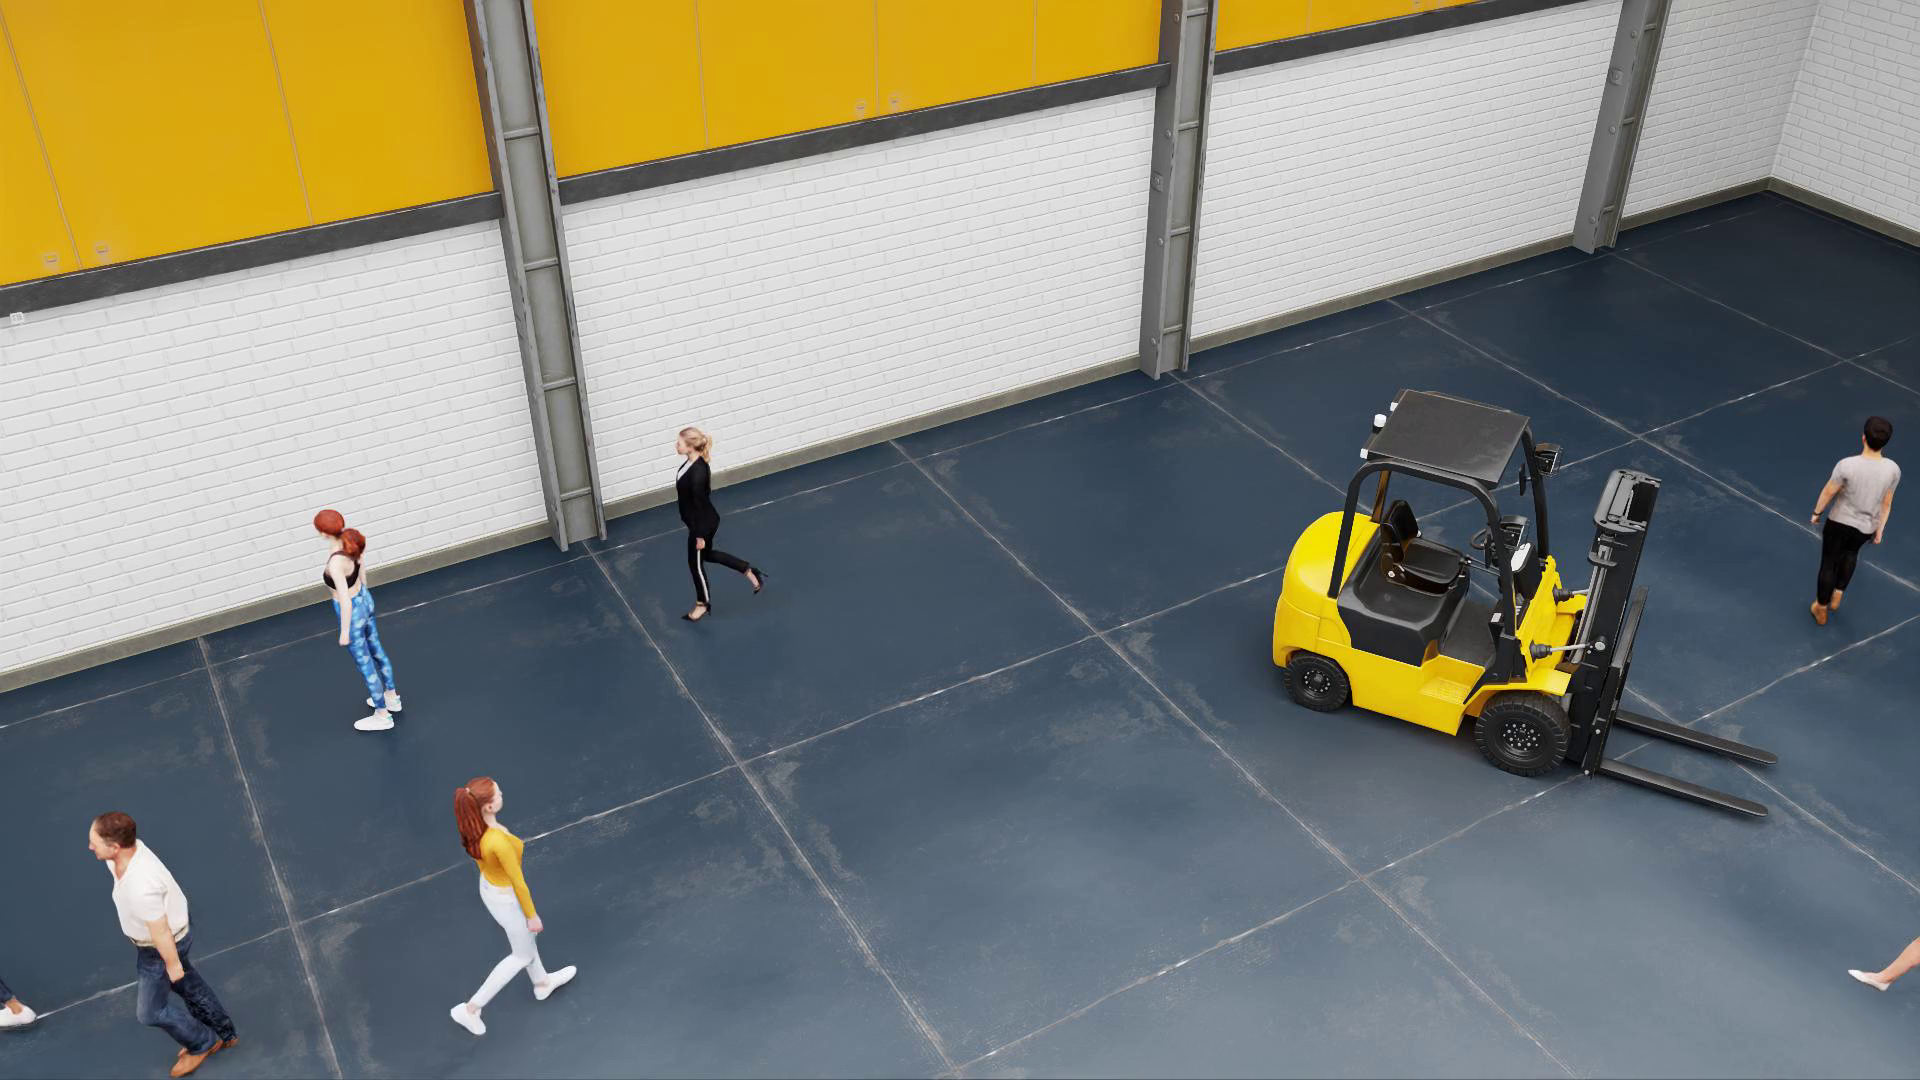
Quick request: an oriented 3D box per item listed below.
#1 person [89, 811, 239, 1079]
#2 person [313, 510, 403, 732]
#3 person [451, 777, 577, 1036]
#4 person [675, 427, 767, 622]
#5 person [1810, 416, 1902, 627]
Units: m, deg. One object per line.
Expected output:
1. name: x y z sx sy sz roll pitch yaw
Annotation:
1. person: -4.204 2.144 8.993 0.623 1.839 0.663 -17 37 -24
2. person: -4.151 0.540 11.452 0.738 1.788 0.691 3 34 4
3. person: -2.570 2.049 9.231 1.072 1.733 0.739 -28 43 -35
4. person: -1.854 -0.105 12.511 1.006 1.689 0.826 -3 34 -5
5. person: 6.699 -0.095 12.479 0.778 1.708 0.838 9 35 13
